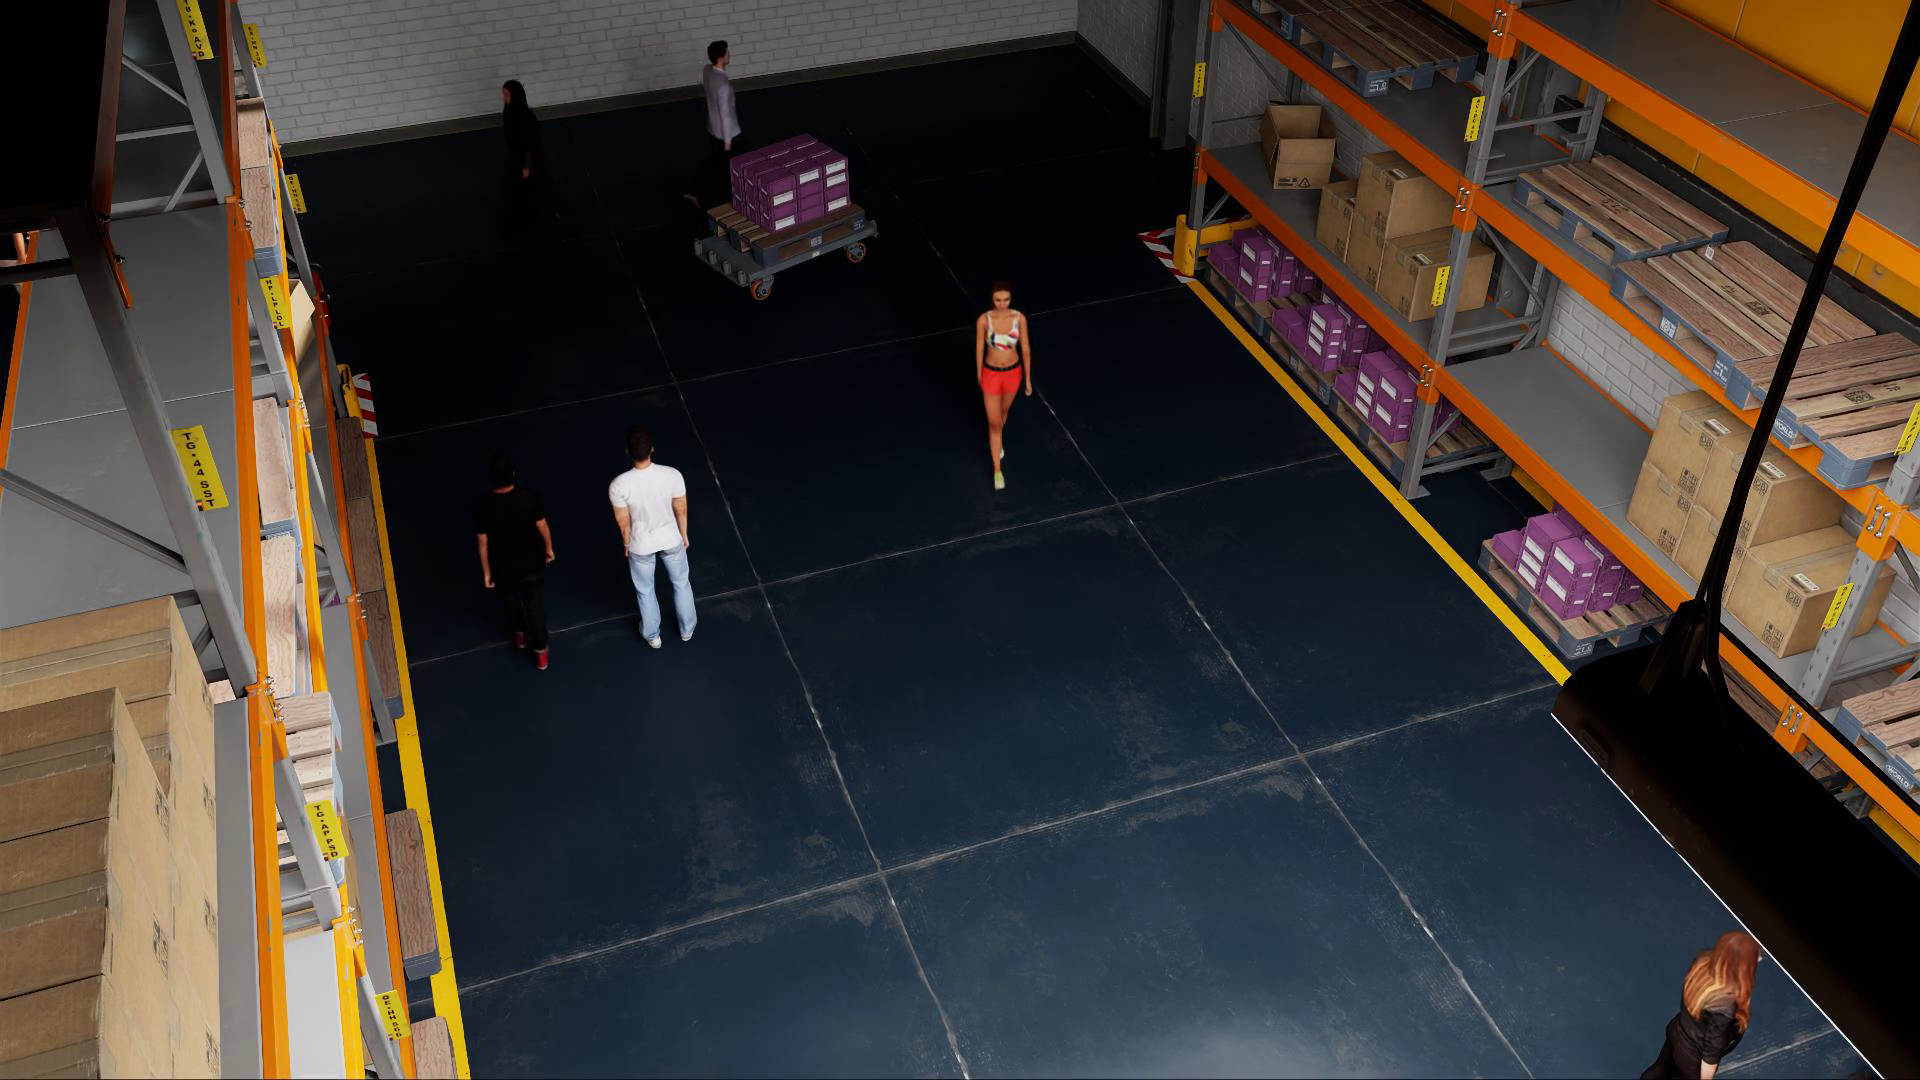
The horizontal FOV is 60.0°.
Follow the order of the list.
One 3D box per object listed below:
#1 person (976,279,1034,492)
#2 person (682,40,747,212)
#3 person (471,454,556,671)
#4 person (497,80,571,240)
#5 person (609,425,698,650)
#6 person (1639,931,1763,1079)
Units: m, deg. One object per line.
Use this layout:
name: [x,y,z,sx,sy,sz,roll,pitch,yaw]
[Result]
person: [0.331,-1.369,13.468,0.747,1.756,1.113,-5,39,-6]
person: [-2.493,-4.170,16.919,0.883,1.826,1.118,-21,43,-24]
person: [-3.058,0.200,11.512,0.658,1.743,0.750,-11,40,-14]
person: [-4.285,-3.853,16.699,1.098,1.604,1.050,24,44,27]
person: [-2.146,-0.017,11.686,0.670,1.867,0.555,-12,40,-14]
person: [3.756,2.586,8.550,0.733,1.713,0.610,4,39,6]
